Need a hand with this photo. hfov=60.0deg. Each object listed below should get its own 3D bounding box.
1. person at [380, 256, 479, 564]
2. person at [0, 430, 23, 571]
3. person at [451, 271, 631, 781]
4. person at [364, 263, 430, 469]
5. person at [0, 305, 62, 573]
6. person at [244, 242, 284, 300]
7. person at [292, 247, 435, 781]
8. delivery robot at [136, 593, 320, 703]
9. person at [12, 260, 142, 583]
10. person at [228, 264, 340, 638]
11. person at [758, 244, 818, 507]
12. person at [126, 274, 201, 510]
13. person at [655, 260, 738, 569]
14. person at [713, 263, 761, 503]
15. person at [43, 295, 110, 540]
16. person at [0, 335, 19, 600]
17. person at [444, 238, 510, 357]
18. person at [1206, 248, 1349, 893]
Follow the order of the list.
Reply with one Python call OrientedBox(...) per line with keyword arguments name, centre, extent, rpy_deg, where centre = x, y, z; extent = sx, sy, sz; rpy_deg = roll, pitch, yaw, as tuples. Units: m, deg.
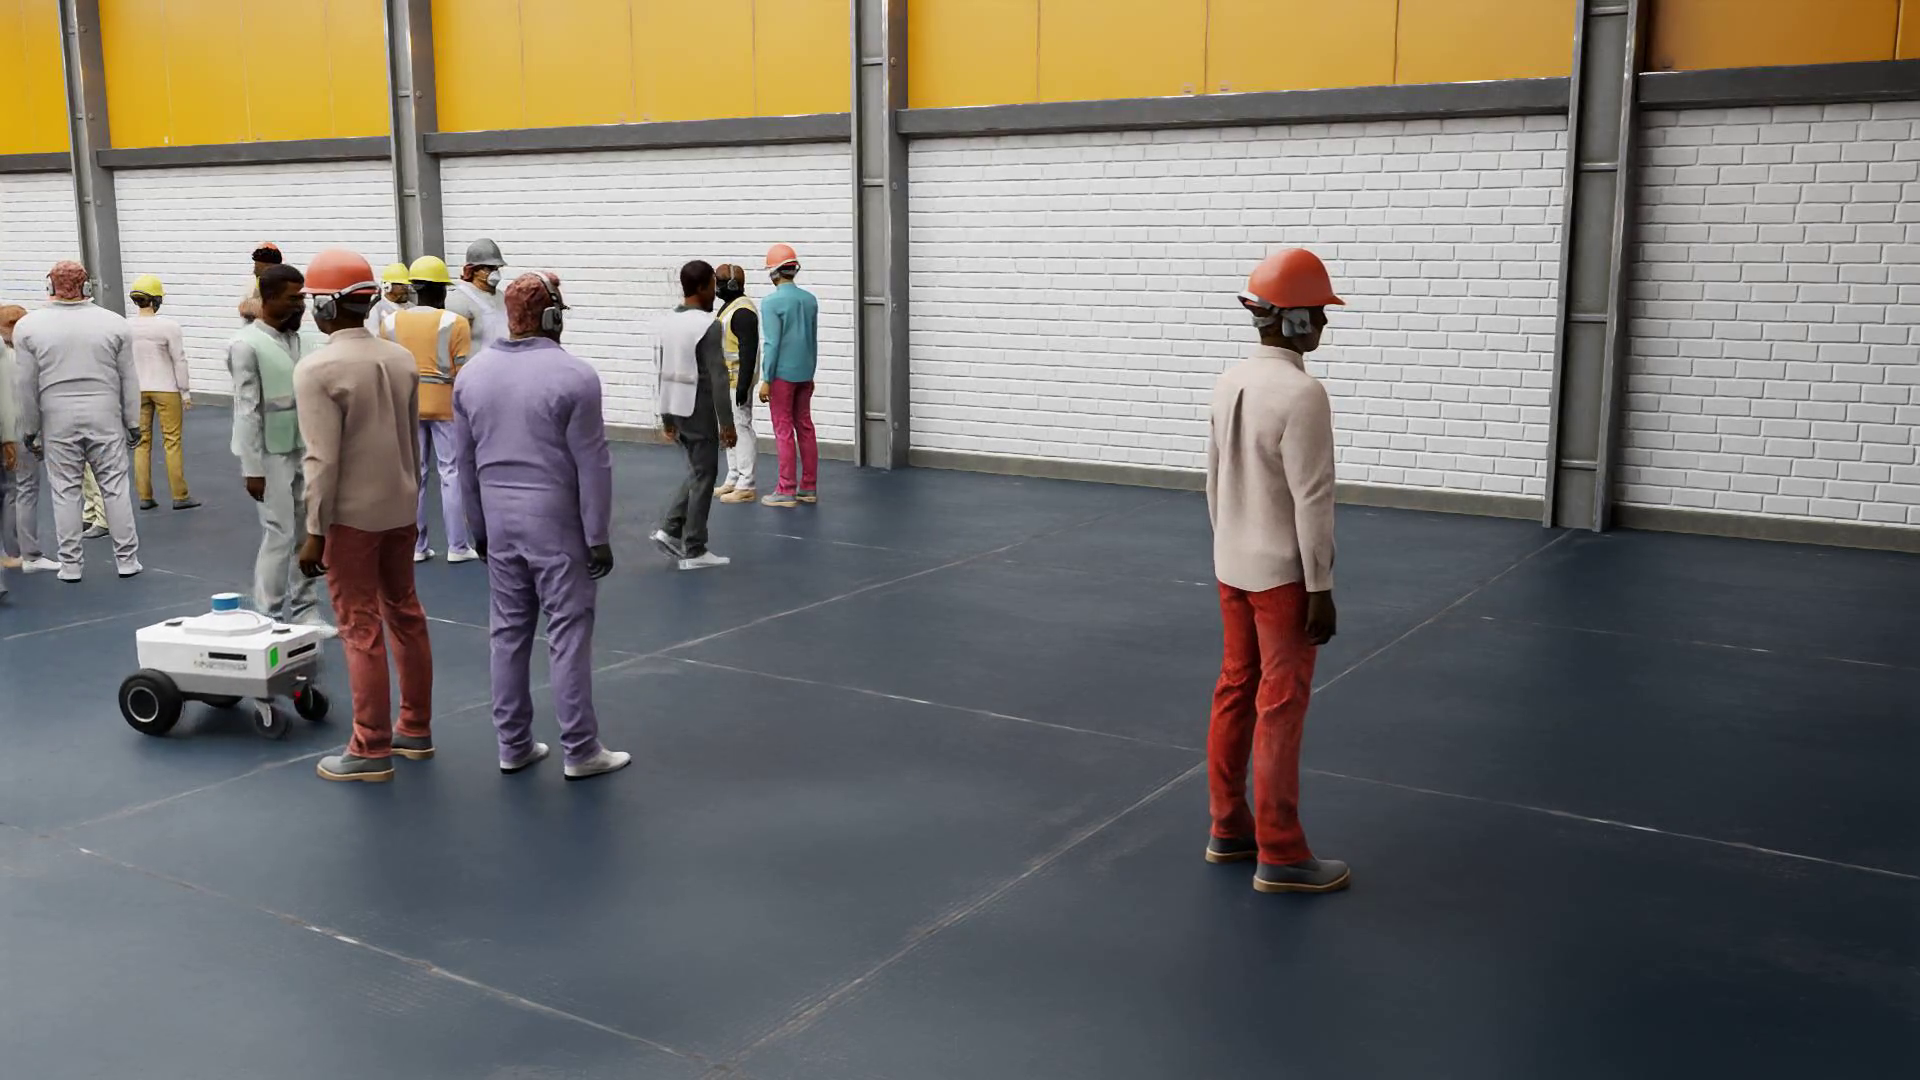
OrientedBox(name="person", centre=(-3.299, -0.805, 10.415), extent=(0.594, 1.921, 0.373), rpy_deg=(1, 10, 7))
OrientedBox(name="person", centre=(-5.985, -0.716, 10.175), extent=(0.511, 1.838, 0.351), rpy_deg=(9, 14, 42))
OrientedBox(name="person", centre=(-1.566, -0.048, 6.269), extent=(0.642, 1.909, 0.399), rpy_deg=(4, 11, 22))
OrientedBox(name="person", centre=(-4.899, -1.491, 14.503), extent=(0.403, 1.825, 0.595), rpy_deg=(5, 11, 25))
OrientedBox(name="person", centre=(-5.746, -0.617, 10.176), extent=(0.509, 1.632, 0.269), rpy_deg=(8, 13, 37))
OrientedBox(name="person", centre=(-7.072, -2.047, 17.098), extent=(0.608, 1.996, 0.381), rpy_deg=(7, 12, 33))
OrientedBox(name="person", centre=(-2.257, -0.089, 6.251), extent=(0.394, 1.994, 0.612), rpy_deg=(4, 11, 20))
OrientedBox(name="delivery robot", centre=(-3.035, 0.465, 6.912), extent=(0.707, 0.478, 0.477), rpy_deg=(3, 11, 14))
OrientedBox(name="person", centre=(-5.225, -0.703, 9.896), extent=(0.648, 1.907, 0.401), rpy_deg=(-6, 12, -29))
OrientedBox(name="person", centre=(-3.389, -0.410, 8.267), extent=(0.425, 1.903, 0.626), rpy_deg=(1, 10, 6))
OrientedBox(name="person", centre=(-1.322, -1.253, 12.704), extent=(0.394, 1.990, 0.622), rpy_deg=(7, 12, 33))
OrientedBox(name="person", centre=(-6.038, -1.101, 12.492), extent=(0.525, 1.769, 0.308), rpy_deg=(0, 10, 1))
OrientedBox(name="person", centre=(-1.619, -0.764, 10.265), extent=(0.446, 1.904, 0.597), rpy_deg=(-8, 13, -36))
OrientedBox(name="person", centre=(-1.767, -1.214, 12.910), extent=(0.429, 1.842, 0.634), rpy_deg=(-4, 11, -21))
OrientedBox(name="person", centre=(-5.988, -0.883, 11.318), extent=(0.326, 1.752, 0.559), rpy_deg=(-9, 13, -40))
OrientedBox(name="person", centre=(-5.634, -0.596, 9.351), extent=(1.013, 1.903, 0.591), rpy_deg=(7, 13, 35))
OrientedBox(name="person", centre=(-3.342, -1.138, 11.937), extent=(0.539, 2.000, 0.689), rpy_deg=(4, 11, 20))
OrientedBox(name="person", centre=(0.994, 0.097, 5.218), extent=(0.379, 1.996, 0.609), rpy_deg=(-4, 11, -20))
